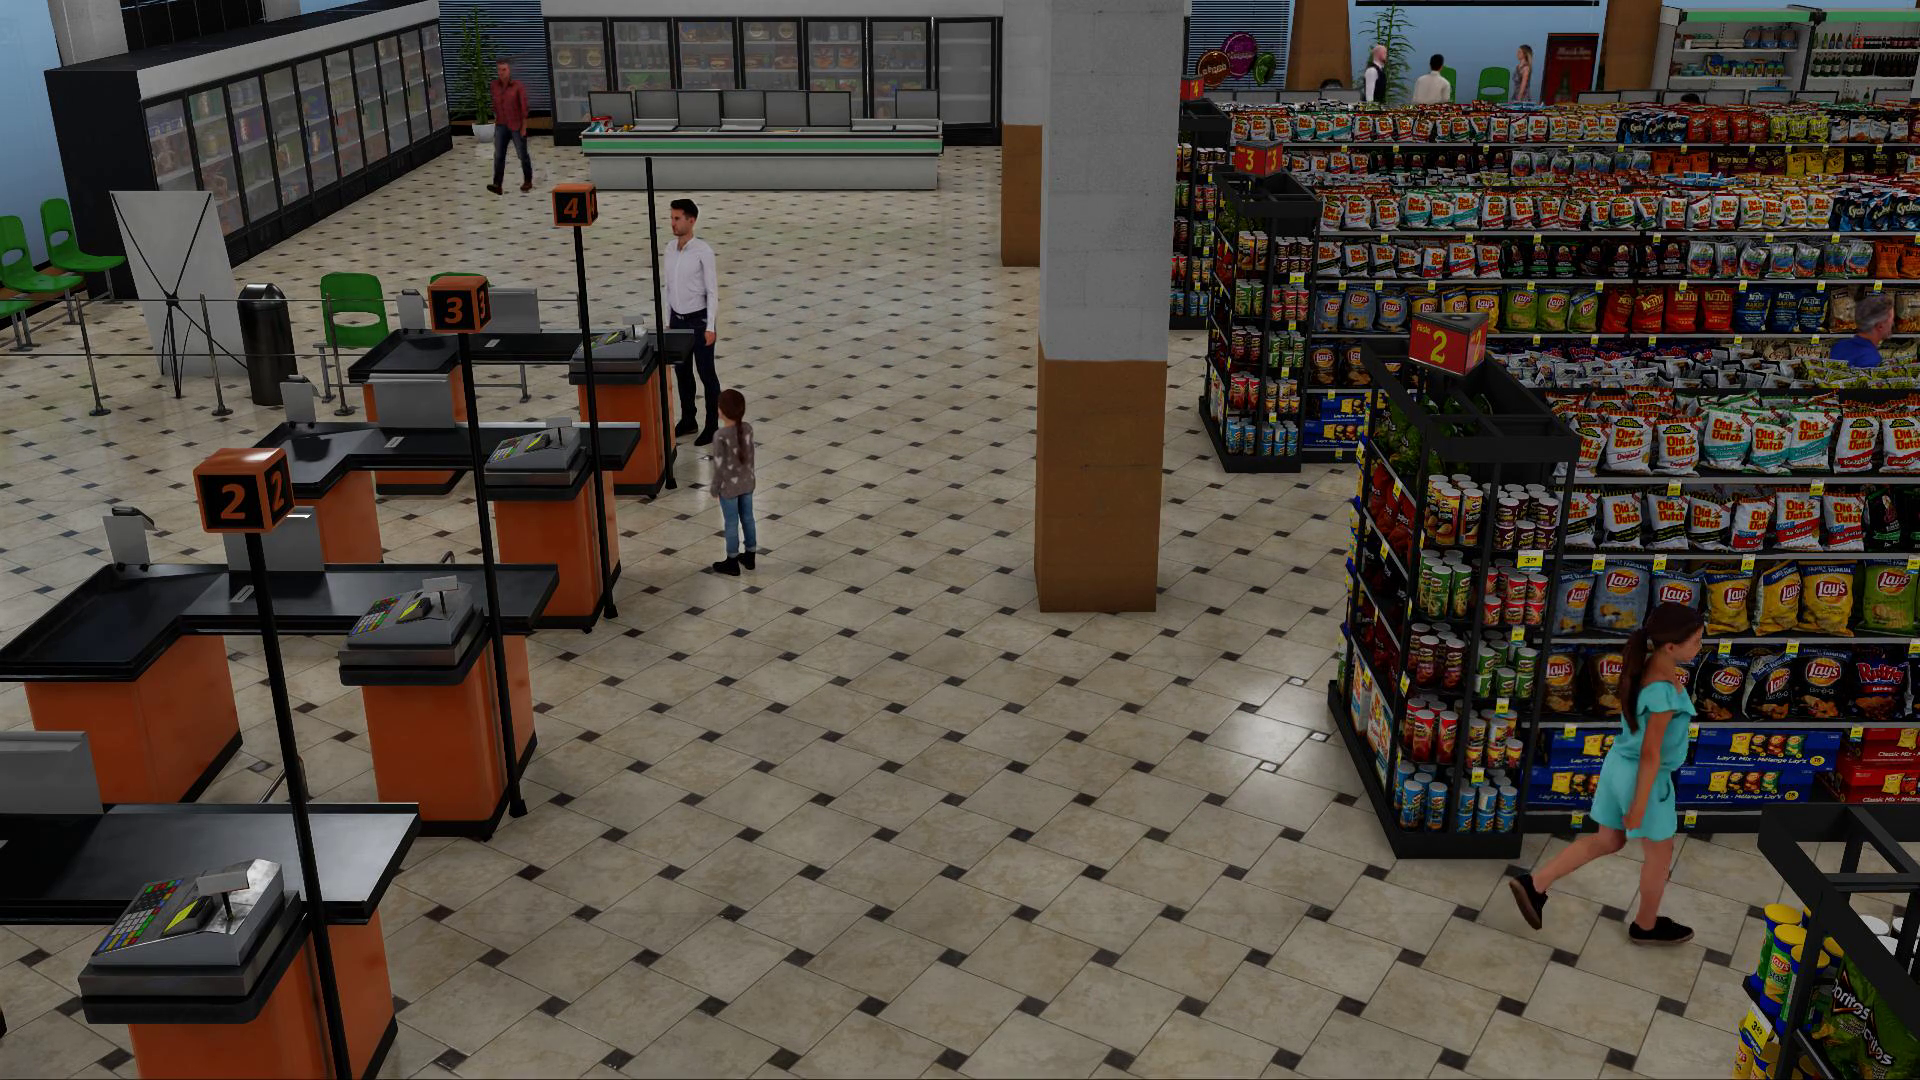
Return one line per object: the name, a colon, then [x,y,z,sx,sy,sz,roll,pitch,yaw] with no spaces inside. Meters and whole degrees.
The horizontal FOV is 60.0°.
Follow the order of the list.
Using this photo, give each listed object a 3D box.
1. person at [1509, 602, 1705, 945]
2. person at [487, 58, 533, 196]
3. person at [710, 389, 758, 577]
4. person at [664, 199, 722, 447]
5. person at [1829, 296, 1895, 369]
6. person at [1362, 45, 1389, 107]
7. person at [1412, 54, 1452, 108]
person: [2.624,0.950,6.618,0.978,1.533,0.528,0,22,0]
person: [-6.052,-5.608,22.605,1.163,1.783,0.900,4,22,10]
person: [-1.399,-0.364,10.344,0.610,1.194,0.553,20,29,40]
person: [-2.045,-1.678,12.710,0.683,1.868,0.780,13,25,30]
person: [5.314,-0.567,9.996,0.600,1.830,0.763,3,22,8]
person: [5.934,-6.256,24.189,1.097,1.805,0.956,9,24,21]
person: [6.436,-5.772,23.026,1.080,1.774,1.108,17,28,37]
